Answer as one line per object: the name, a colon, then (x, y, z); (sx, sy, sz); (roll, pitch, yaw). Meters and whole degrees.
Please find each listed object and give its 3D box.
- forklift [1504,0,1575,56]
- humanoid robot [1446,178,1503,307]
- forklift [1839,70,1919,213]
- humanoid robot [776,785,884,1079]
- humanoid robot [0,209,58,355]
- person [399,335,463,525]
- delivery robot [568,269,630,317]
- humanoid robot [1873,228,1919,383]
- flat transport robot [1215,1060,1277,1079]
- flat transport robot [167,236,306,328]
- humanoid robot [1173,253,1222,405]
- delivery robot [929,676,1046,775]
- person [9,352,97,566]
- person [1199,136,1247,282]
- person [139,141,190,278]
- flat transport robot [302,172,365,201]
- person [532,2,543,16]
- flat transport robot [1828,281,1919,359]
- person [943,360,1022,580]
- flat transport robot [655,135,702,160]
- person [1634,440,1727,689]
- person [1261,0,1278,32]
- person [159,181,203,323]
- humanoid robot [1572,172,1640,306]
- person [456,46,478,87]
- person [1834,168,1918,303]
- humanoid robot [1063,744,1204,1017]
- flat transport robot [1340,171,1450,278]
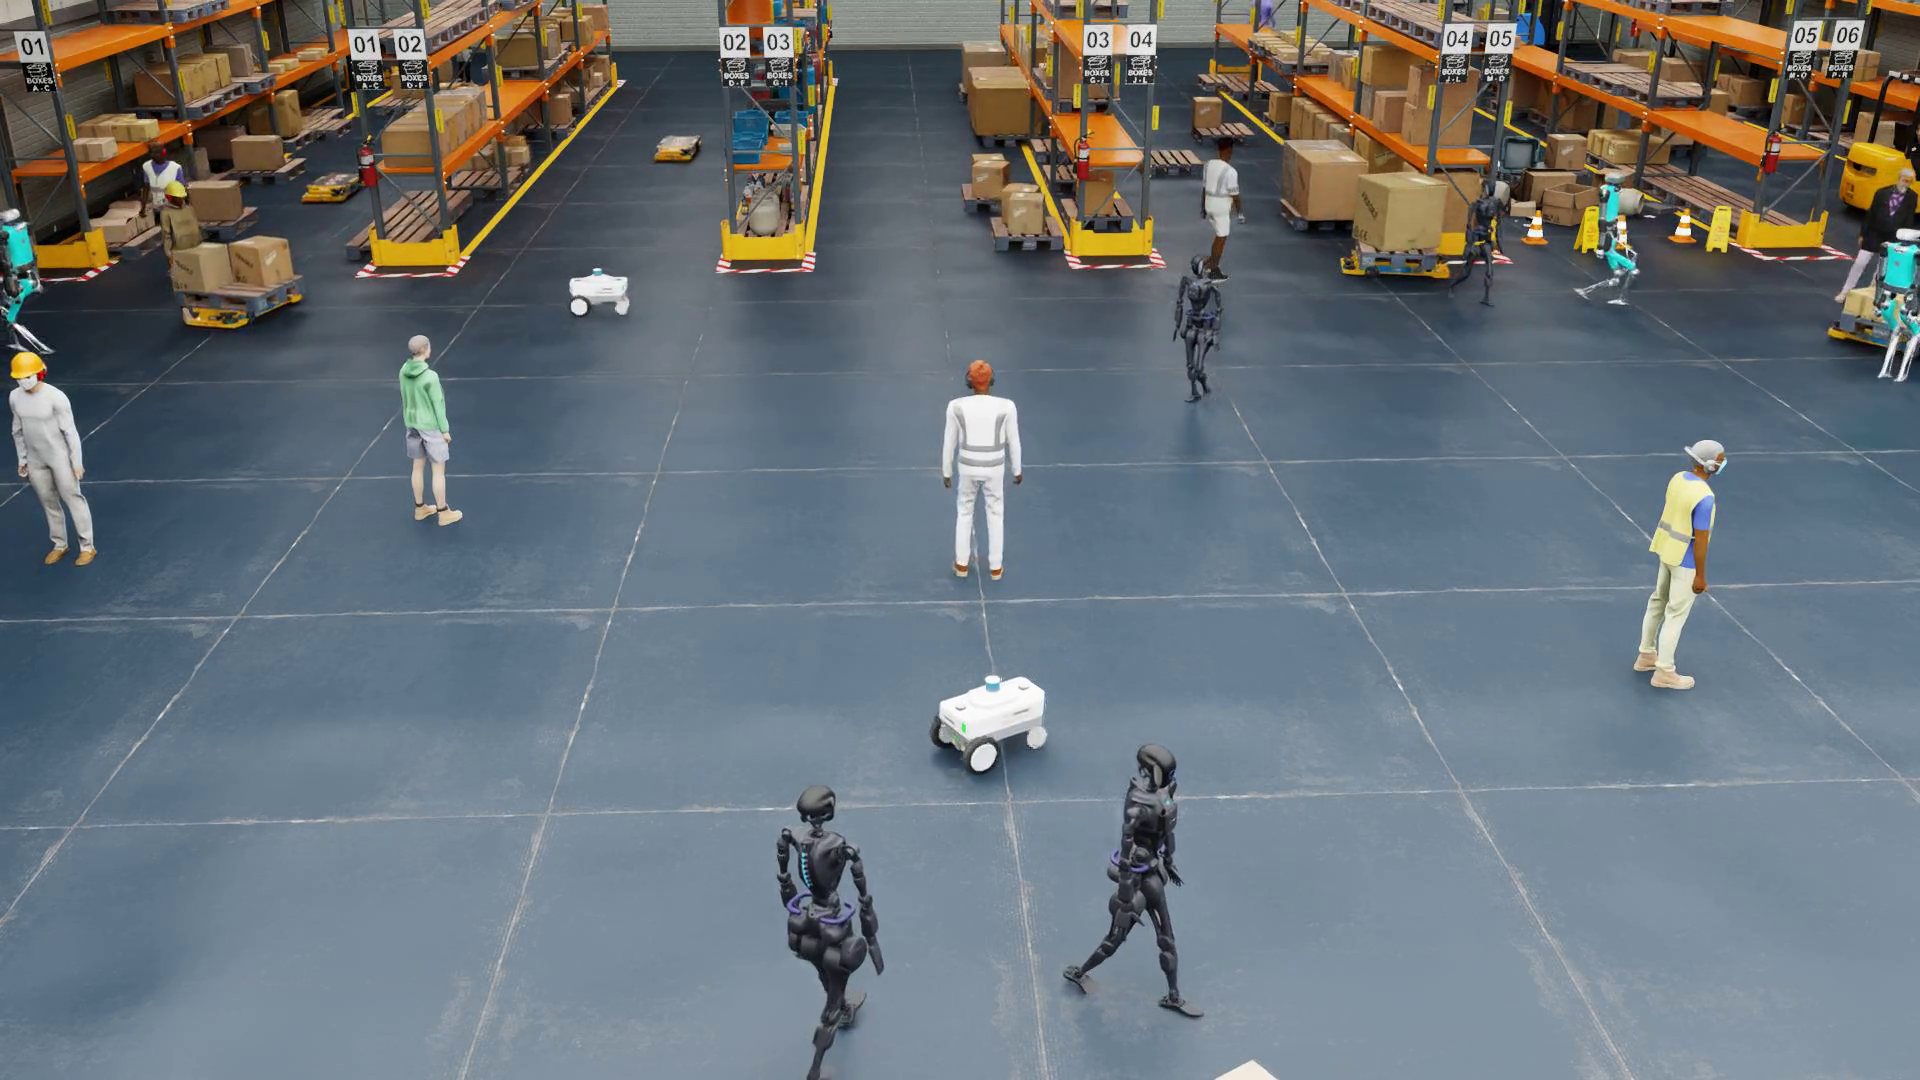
forklift: (14.700, -13.805, 42.301); (1.873, 2.768, 1.129); (-1, 24, -2)
humanoid robot: (6.707, -3.875, 21.485); (0.600, 1.632, 0.722); (-11, 26, -22)
forklift: (15.132, -6.143, 25.915); (2.313, 2.155, 1.214); (-1, 24, -2)
humanoid robot: (-0.653, 1.946, 8.417); (0.600, 1.624, 0.776); (13, 27, 27)
humanoid robot: (-11.081, -2.978, 19.366); (0.985, 1.757, 0.547); (4, 24, 9)
person: (-4.778, -0.981, 14.880); (0.468, 1.733, 0.324); (12, 27, 26)
delivery robot: (-4.623, -3.152, 21.224); (0.816, 0.612, 0.499); (-2, 24, -4)
humanoid robot: (10.548, -2.628, 18.560); (0.781, 1.764, 0.531); (-13, 27, -28)
flat transport robot: (1.313, 3.268, 7.128); (1.431, 0.231, 0.659); (-15, 28, -31)
flat transport robot: (-9.103, -2.982, 21.173); (0.659, 0.231, 1.431); (6, 25, 13)
humanoid robot: (2.548, -2.270, 17.839); (0.615, 1.642, 0.335); (20, 31, 38)
delivery robot: (0.208, 1.214, 11.379); (0.764, 0.582, 0.499); (-15, 28, -30)
person: (-7.682, -0.688, 14.032); (0.569, 1.889, 0.389); (3, 24, 6)
person: (3.551, -4.454, 22.399); (0.496, 1.950, 0.609); (-10, 26, -20)
person: (-10.888, -4.509, 22.701); (0.577, 1.809, 0.846); (7, 25, 15)
flat transport robot: (-10.390, -5.876, 27.675); (0.659, 0.231, 1.431); (0, 24, -1)
person: (-10.429, -12.665, 40.976); (0.388, 1.859, 0.519); (-3, 24, -7)
flat transport robot: (11.254, -2.413, 19.895); (0.659, 0.231, 1.431); (-16, 28, -31)
person: (0.189, -0.567, 13.776); (0.644, 1.878, 0.355); (2, 24, 4)
flat transport robot: (-5.212, -7.257, 30.780); (0.659, 0.231, 1.431); (0, 24, 0)
person: (5.237, 0.166, 12.106); (0.384, 1.891, 0.539); (-2, 24, -4)
person: (7.540, -12.786, 41.366); (0.640, 1.760, 0.452); (22, 32, 39)
person: (-9.676, -3.598, 20.724); (0.410, 1.758, 0.531); (13, 27, 28)
humanoid robot: (8.355, -3.773, 21.125); (0.996, 1.733, 0.541); (17, 29, 34)
person: (-11.268, -11.142, 37.754); (0.529, 1.693, 0.321); (18, 29, 34)
person: (11.773, -3.866, 21.255); (0.672, 1.819, 0.406); (12, 27, 26)
humanoid robot: (0.941, 1.781, 8.804); (0.779, 1.630, 0.610); (14, 28, 29)
flat transport robot: (6.025, -3.824, 23.065); (1.431, 0.231, 0.659); (4, 24, 8)
